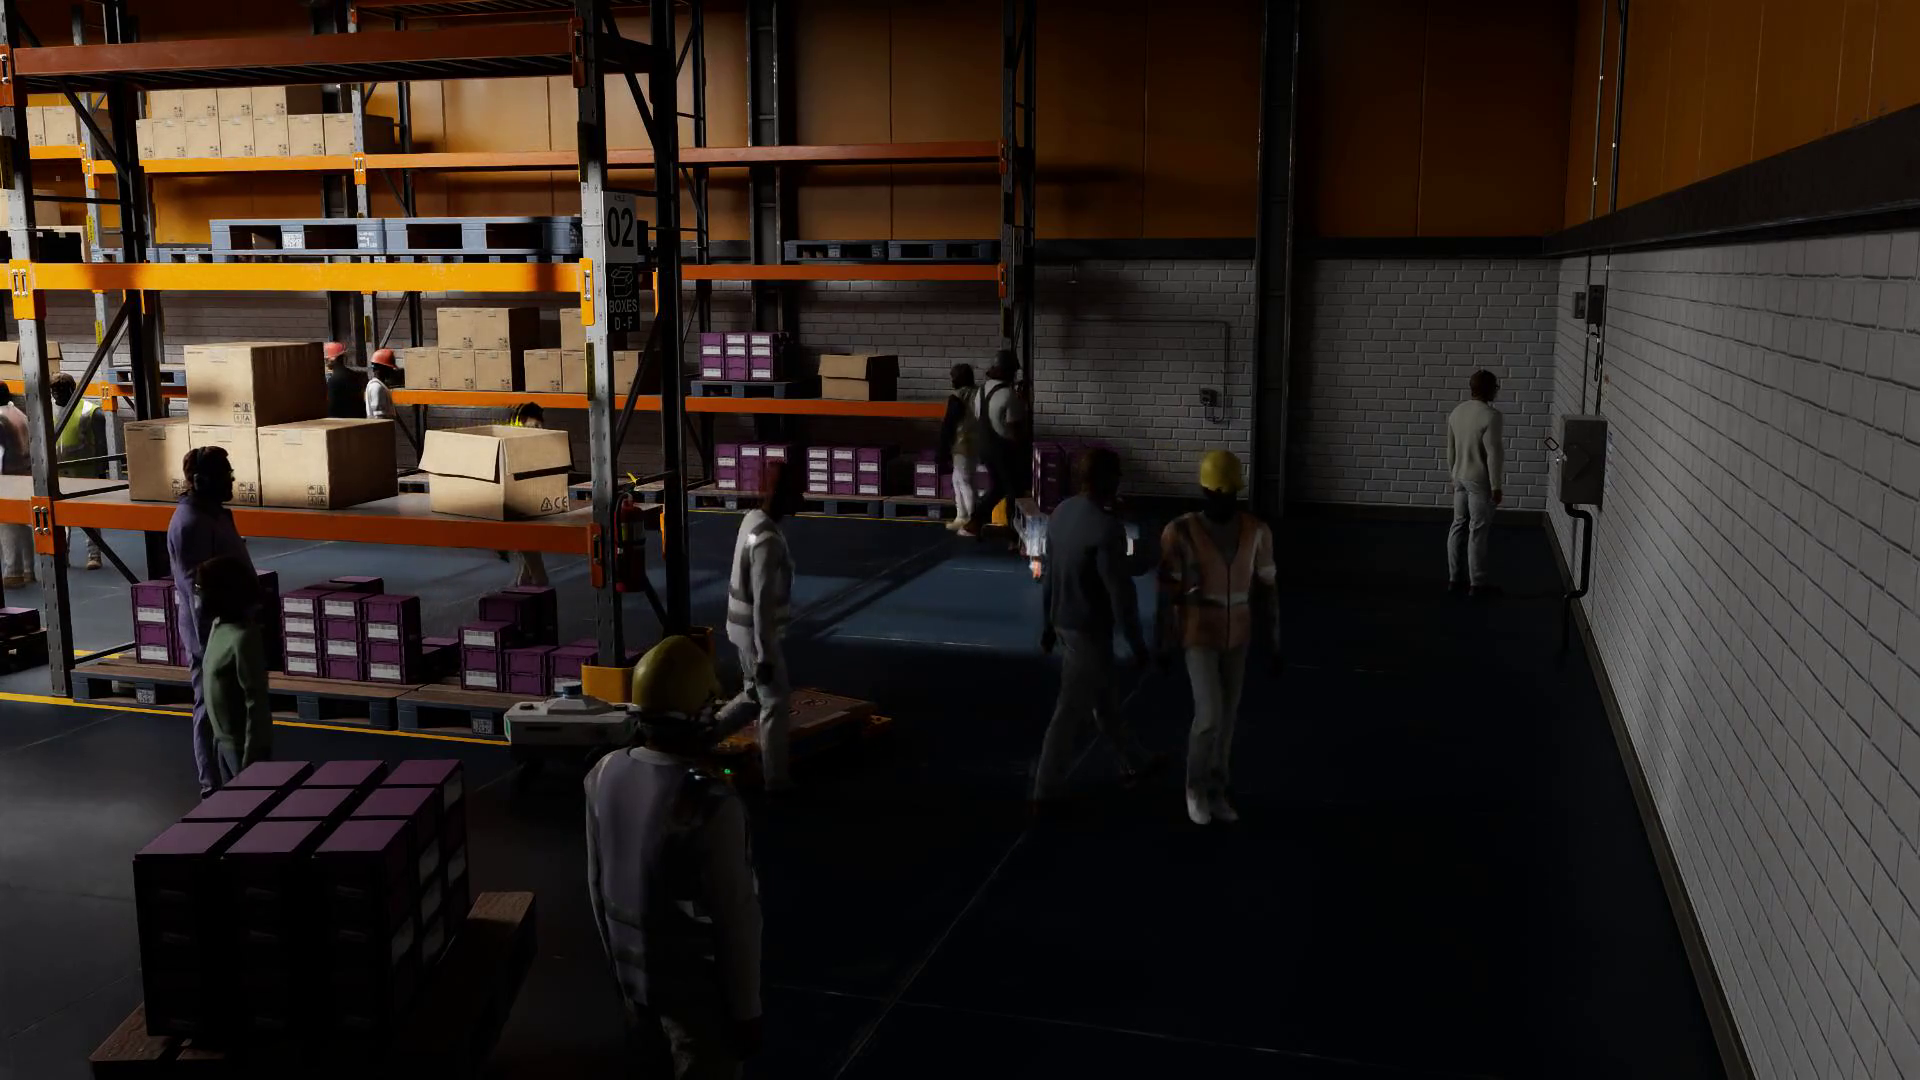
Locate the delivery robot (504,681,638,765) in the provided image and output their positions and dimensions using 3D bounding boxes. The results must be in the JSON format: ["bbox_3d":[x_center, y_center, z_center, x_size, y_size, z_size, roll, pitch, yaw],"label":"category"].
[{"bbox_3d":[-2.098,1.012,9.038,0.707,0.478,0.477,1,9,3],"label":"delivery robot"}]

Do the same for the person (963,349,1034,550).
[{"bbox_3d":[0.423,-0.899,16.454,0.676,2.000,0.698,-5,11,-28],"label":"person"}]

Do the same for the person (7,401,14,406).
[{"bbox_3d":[-9.588,-0.802,16.496,0.404,1.833,0.590,4,10,25],"label":"person"}]

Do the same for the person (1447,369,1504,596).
[{"bbox_3d":[4.429,-0.492,14.286,0.378,1.940,0.628,-3,10,-20],"label":"person"}]

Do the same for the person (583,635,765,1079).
[{"bbox_3d":[-0.739,1.162,4.513,0.600,1.836,0.404,8,12,39],"label":"person"}]

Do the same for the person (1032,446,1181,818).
[{"bbox_3d":[0.780,0.461,8.602,0.992,1.892,0.637,-3,10,-19],"label":"person"}]

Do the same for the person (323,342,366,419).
[{"bbox_3d":[-7.201,-1.304,19.224,1.011,1.937,0.629,1,9,8],"label":"person"}]

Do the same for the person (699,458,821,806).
[{"bbox_3d":[-1.109,0.497,8.519,0.708,1.856,0.649,-2,10,-12],"label":"person"}]

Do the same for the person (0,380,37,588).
[{"bbox_3d":[-8.407,-0.497,14.615,0.429,1.841,0.634,-1,9,-8],"label":"person"}]

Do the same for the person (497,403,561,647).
[{"bbox_3d":[-2.960,-0.048,11.845,0.767,1.847,0.555,4,10,22],"label":"person"}]

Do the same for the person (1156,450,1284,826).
[{"bbox_3d":[1.305,0.497,8.332,0.590,1.912,0.463,-3,10,-20],"label":"person"}]

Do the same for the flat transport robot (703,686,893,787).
[{"bbox_3d":[-1.074,1.108,9.602,0.652,0.197,1.431,6,11,34],"label":"flat transport robot"}]

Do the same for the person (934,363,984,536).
[{"bbox_3d":[-0.018,-0.940,17.425,0.690,1.809,0.617,5,11,29],"label":"person"}]

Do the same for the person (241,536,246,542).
[{"bbox_3d":[-7.551,-0.871,16.901,0.344,1.839,0.504,-8,12,-39],"label":"person"}]

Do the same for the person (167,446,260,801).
[{"bbox_3d":[-3.798,0.468,8.537,0.407,1.908,0.641,-3,10,-20],"label":"person"}]

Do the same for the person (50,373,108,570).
[{"bbox_3d":[-8.247,-0.630,15.423,0.633,1.842,0.429,-2,9,-10],"label":"person"}]

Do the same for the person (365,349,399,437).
[{"bbox_3d":[-6.245,-1.106,18.059,0.374,1.928,0.543,-4,10,-21],"label":"person"}]

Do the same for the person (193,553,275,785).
[{"bbox_3d":[-3.022,0.861,6.969,0.268,1.631,0.507,-7,12,-38],"label":"person"}]
